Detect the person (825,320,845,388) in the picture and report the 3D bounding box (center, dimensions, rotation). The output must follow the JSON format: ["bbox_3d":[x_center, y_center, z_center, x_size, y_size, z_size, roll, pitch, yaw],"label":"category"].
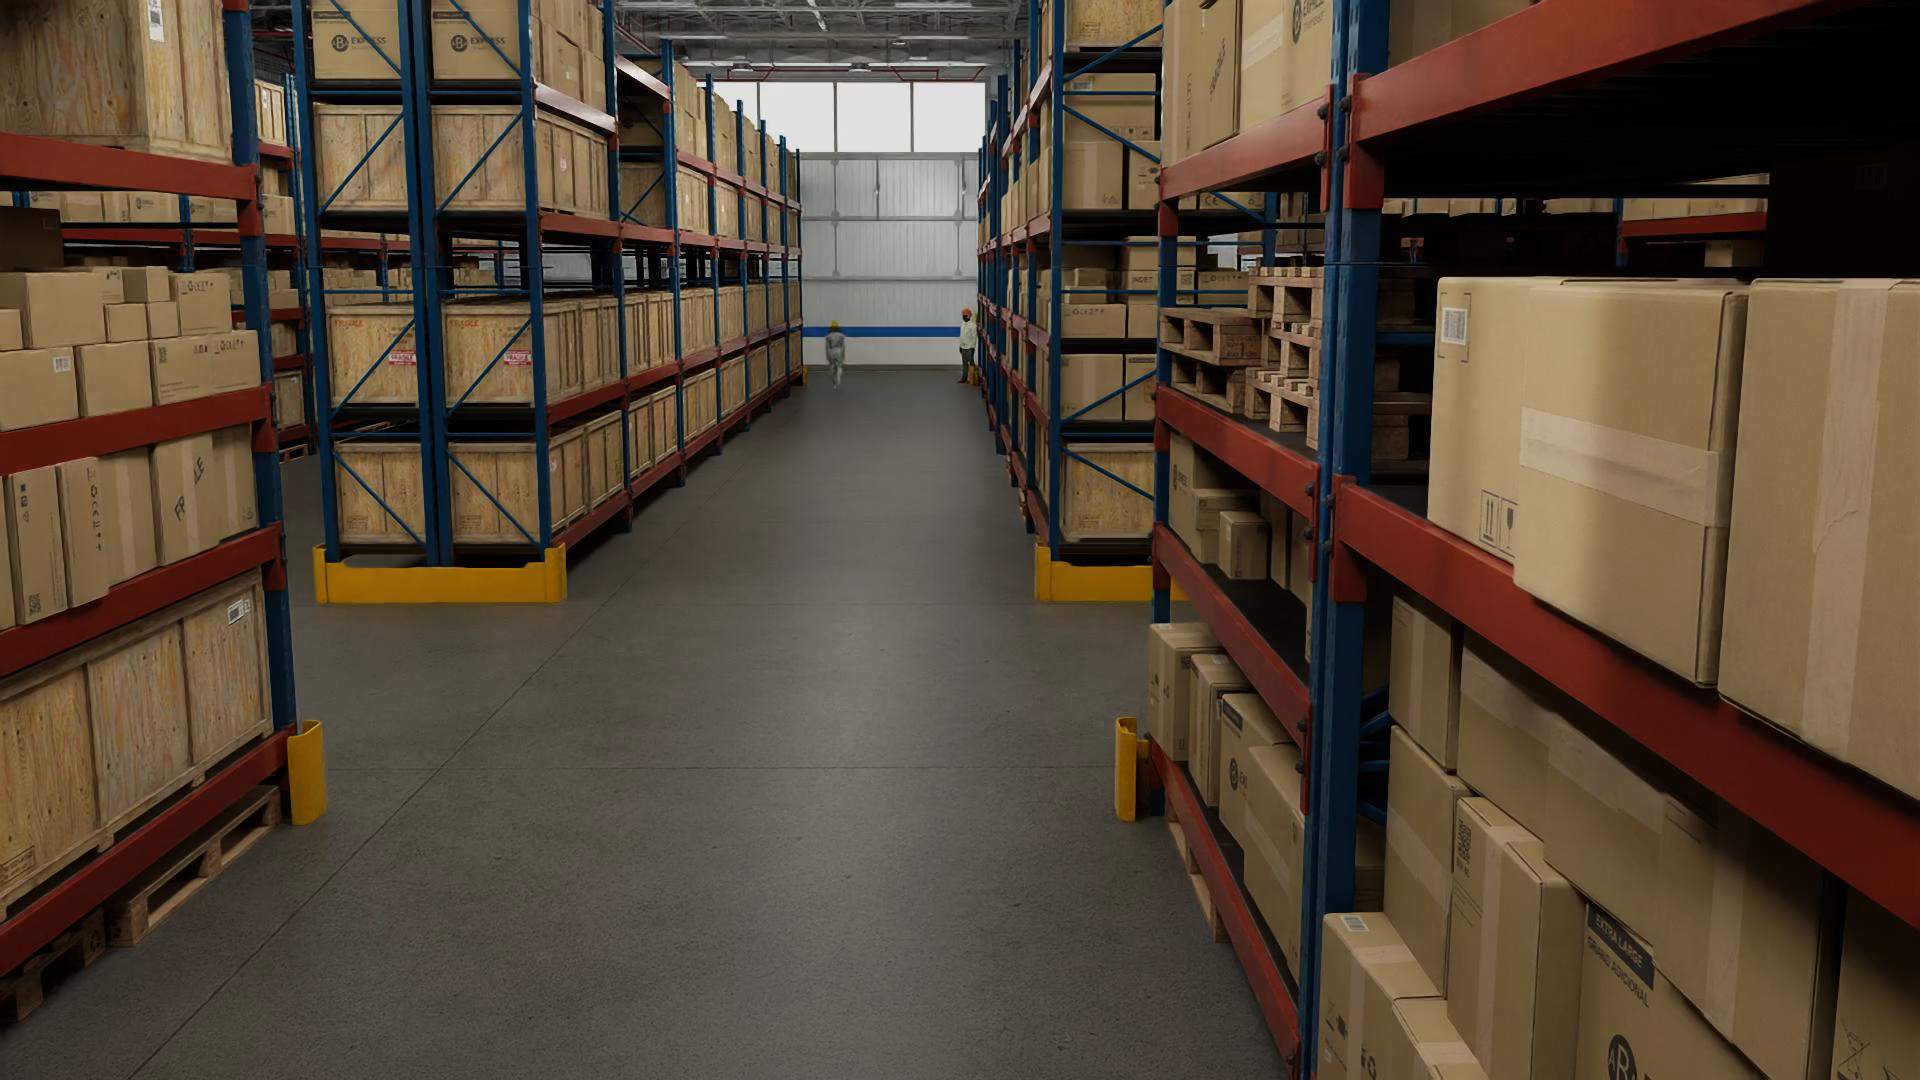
[{"bbox_3d":[-3.176,-4.718,42.285,0.518,1.725,0.392,-1,9,-3],"label":"person"}]

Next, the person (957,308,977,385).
[{"bbox_3d":[0.190,-5.083,43.727,0.379,1.996,0.609,-8,12,-39],"label":"person"}]
